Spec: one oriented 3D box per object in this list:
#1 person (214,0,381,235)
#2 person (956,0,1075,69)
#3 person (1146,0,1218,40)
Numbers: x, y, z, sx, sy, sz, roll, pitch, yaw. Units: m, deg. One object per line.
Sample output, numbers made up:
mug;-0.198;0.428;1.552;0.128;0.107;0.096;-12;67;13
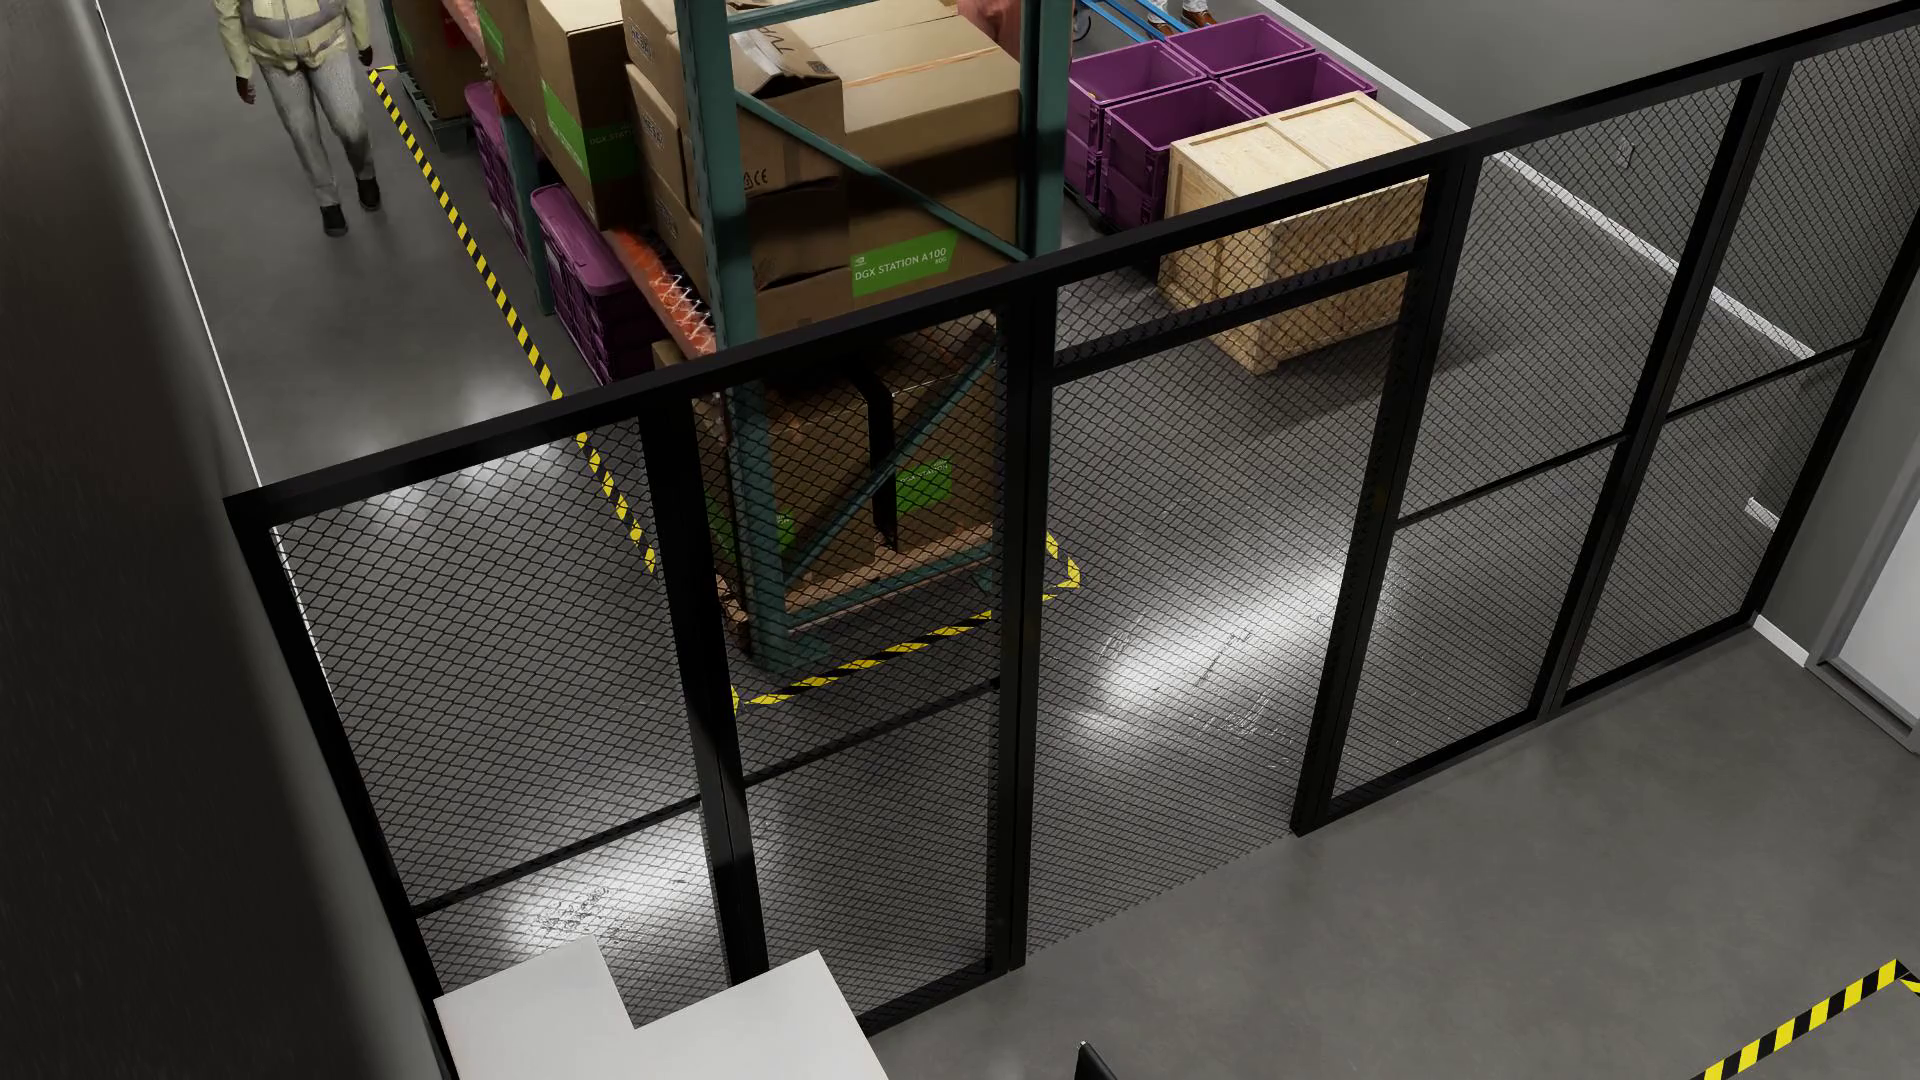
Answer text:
person;-2.955;-2.209;7.454;0.611;1.813;0.424;-11;44;-12
person;0.202;-1.822;6.898;0.622;1.990;0.399;-32;51;-30
person;1.276;-3.629;8.915;0.630;1.940;0.373;-22;47;-22
